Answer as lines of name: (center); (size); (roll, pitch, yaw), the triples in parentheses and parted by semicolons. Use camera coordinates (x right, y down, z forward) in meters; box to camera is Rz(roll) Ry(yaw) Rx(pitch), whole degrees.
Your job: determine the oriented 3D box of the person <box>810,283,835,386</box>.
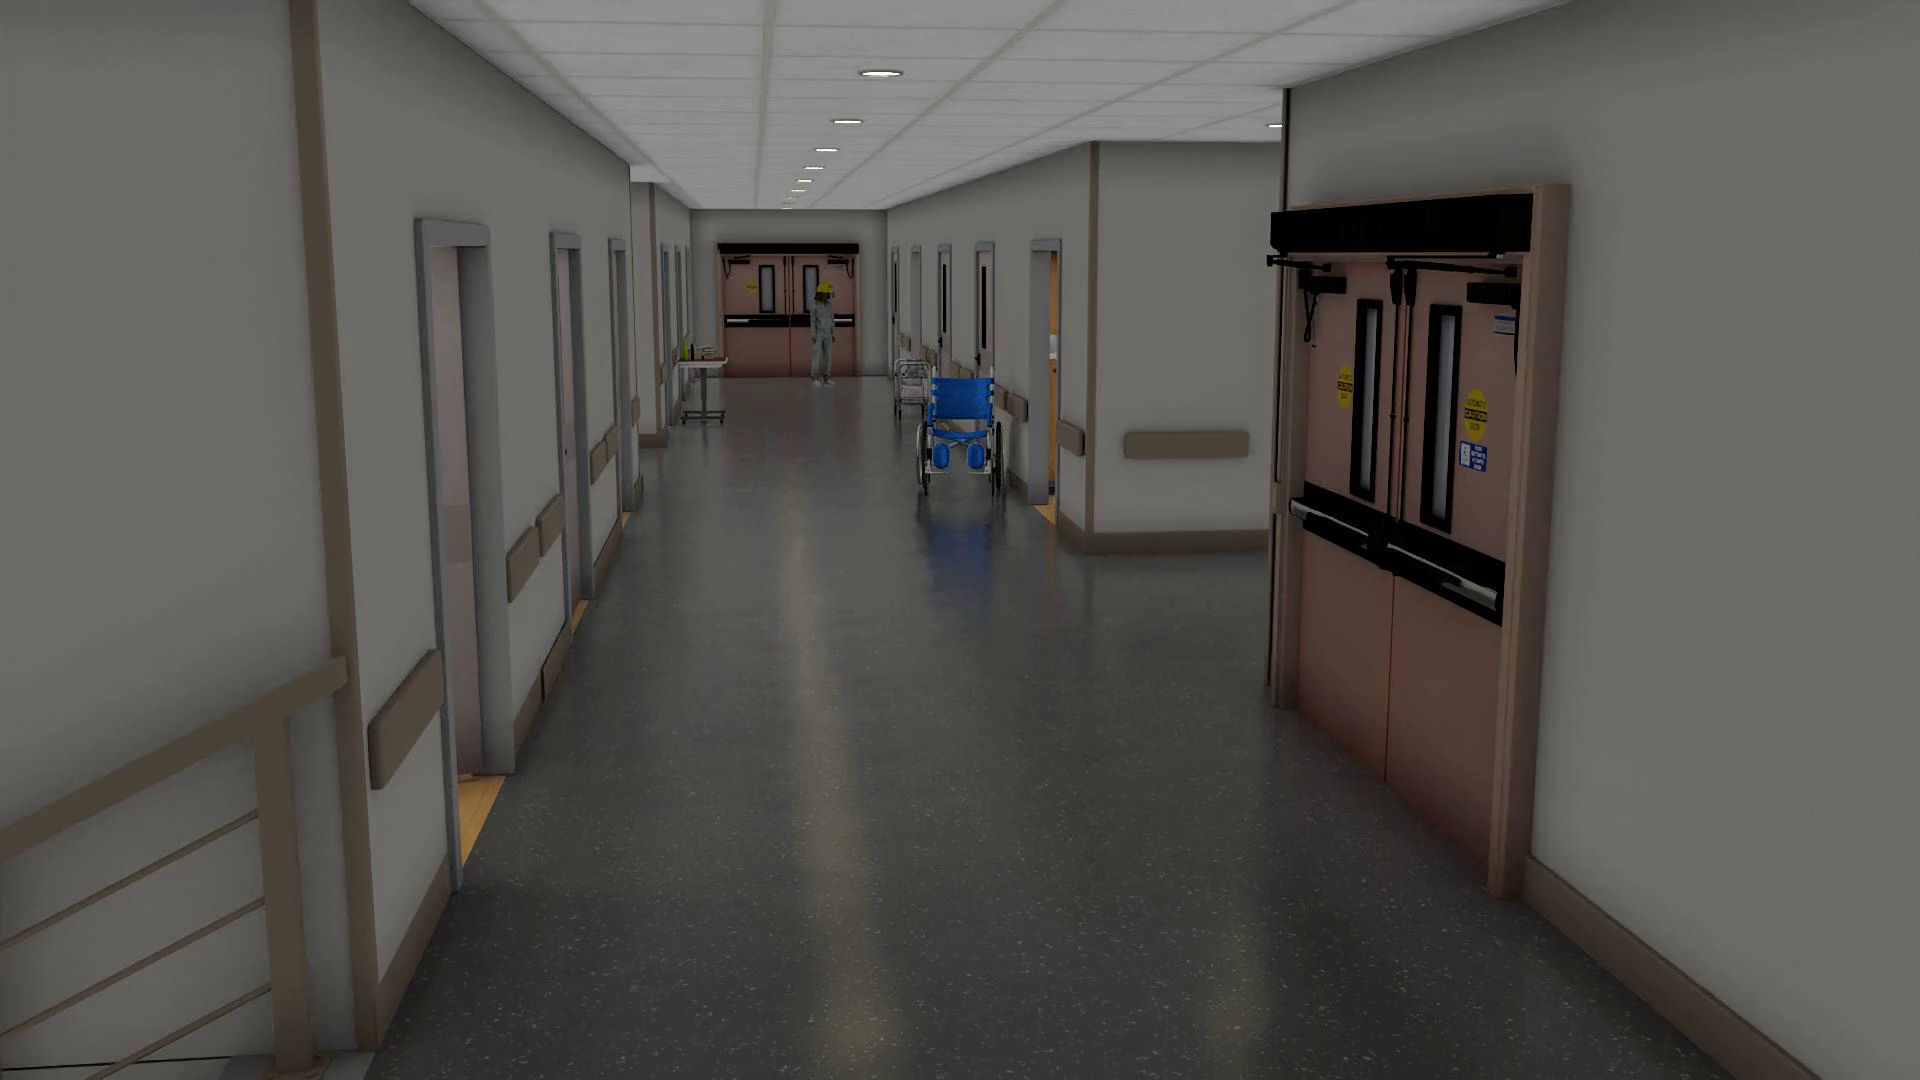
person: (-2.319, -3.479, 28.185); (0.480, 1.734, 0.332); (-9, 13, -42)
